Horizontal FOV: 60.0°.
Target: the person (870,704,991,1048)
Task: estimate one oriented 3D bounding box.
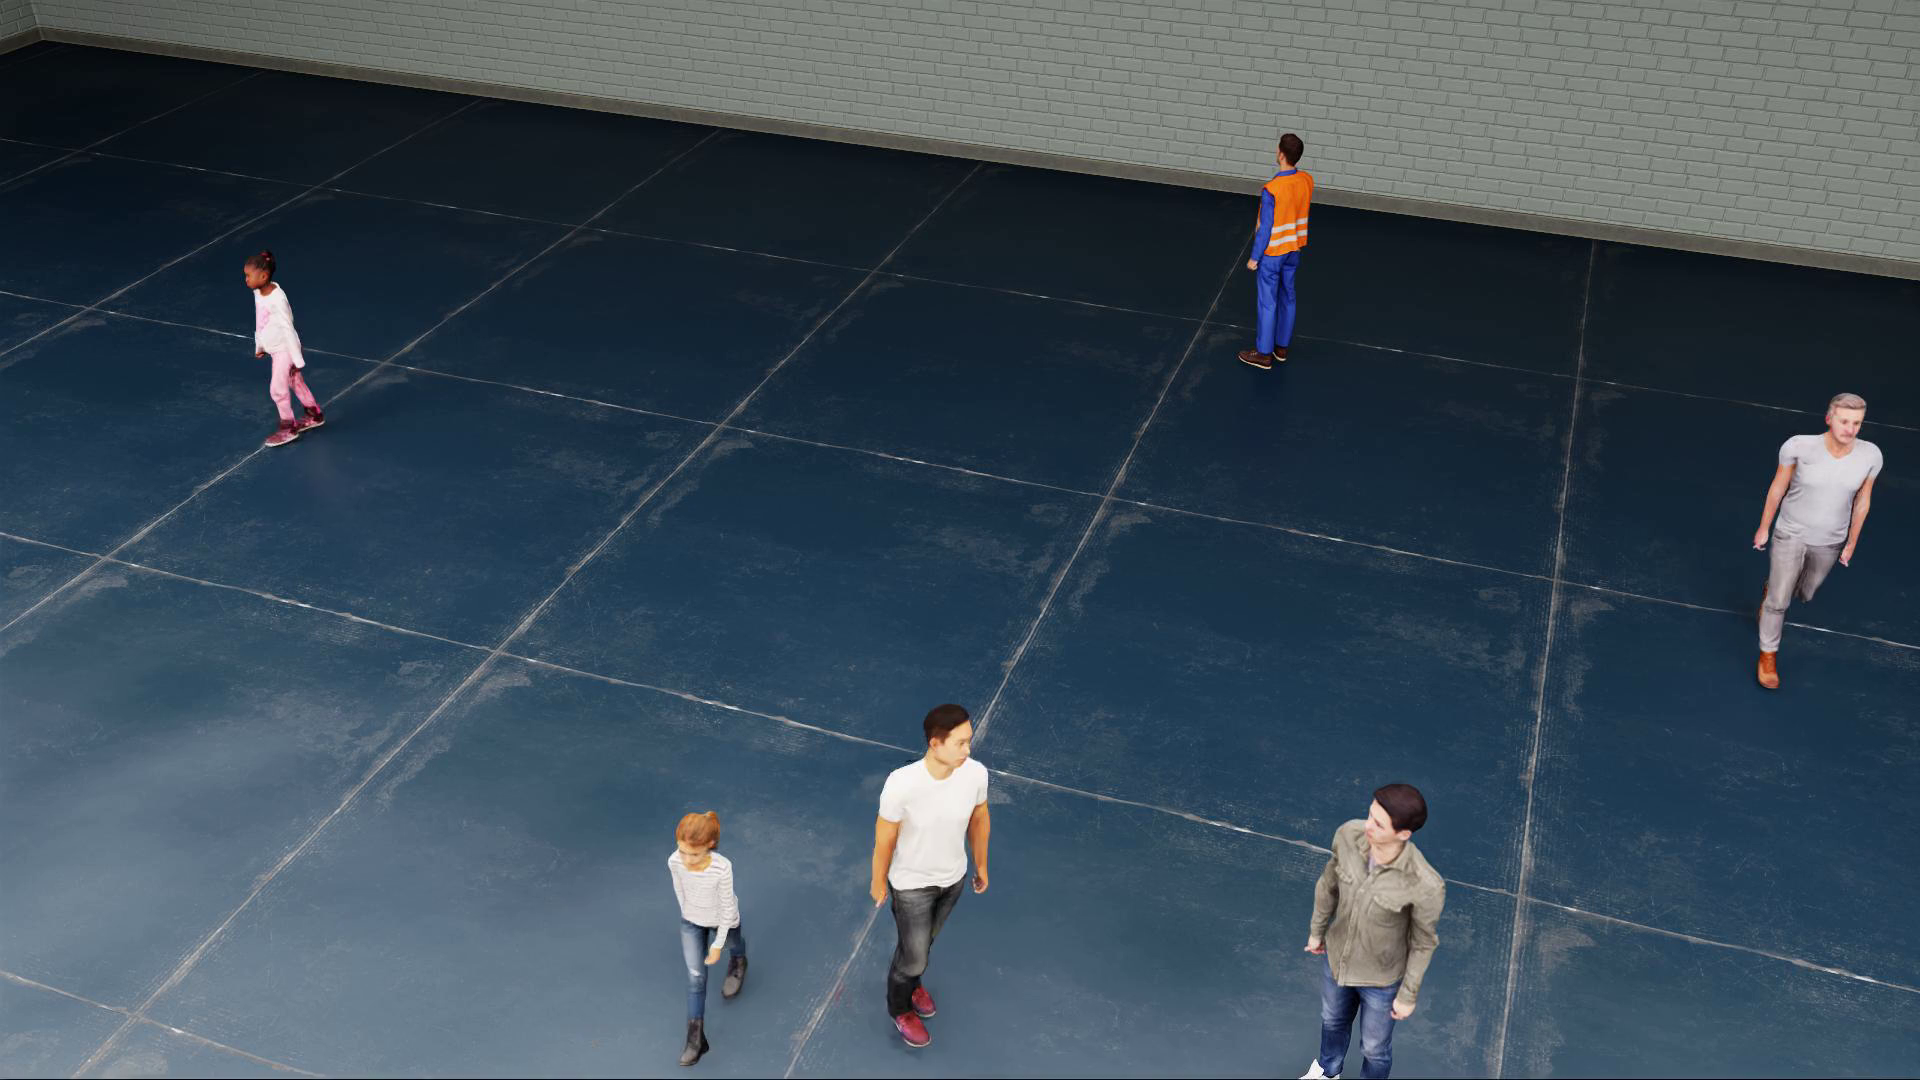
[{"bbox_3d":[-0.193,1.438,7.296,0.821,1.773,0.895,-11,35,-16],"label":"person"}]

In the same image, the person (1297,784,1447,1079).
[{"bbox_3d":[1.677,1.711,6.790,0.785,1.867,0.791,-23,40,-31],"label":"person"}]

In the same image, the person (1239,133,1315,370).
[{"bbox_3d":[2.463,-2.233,12.858,0.735,1.863,0.848,-24,40,-32],"label":"person"}]

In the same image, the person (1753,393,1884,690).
[{"bbox_3d":[4.865,-0.073,9.584,0.793,1.811,1.125,6,34,10],"label":"person"}]

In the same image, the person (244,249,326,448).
[{"bbox_3d":[-4.833,-1.422,12.007,0.835,1.431,0.741,-27,42,-35],"label":"person"}]

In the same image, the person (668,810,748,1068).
[{"bbox_3d":[-1.080,1.646,7.427,0.547,1.280,0.973,7,34,11],"label":"person"}]
